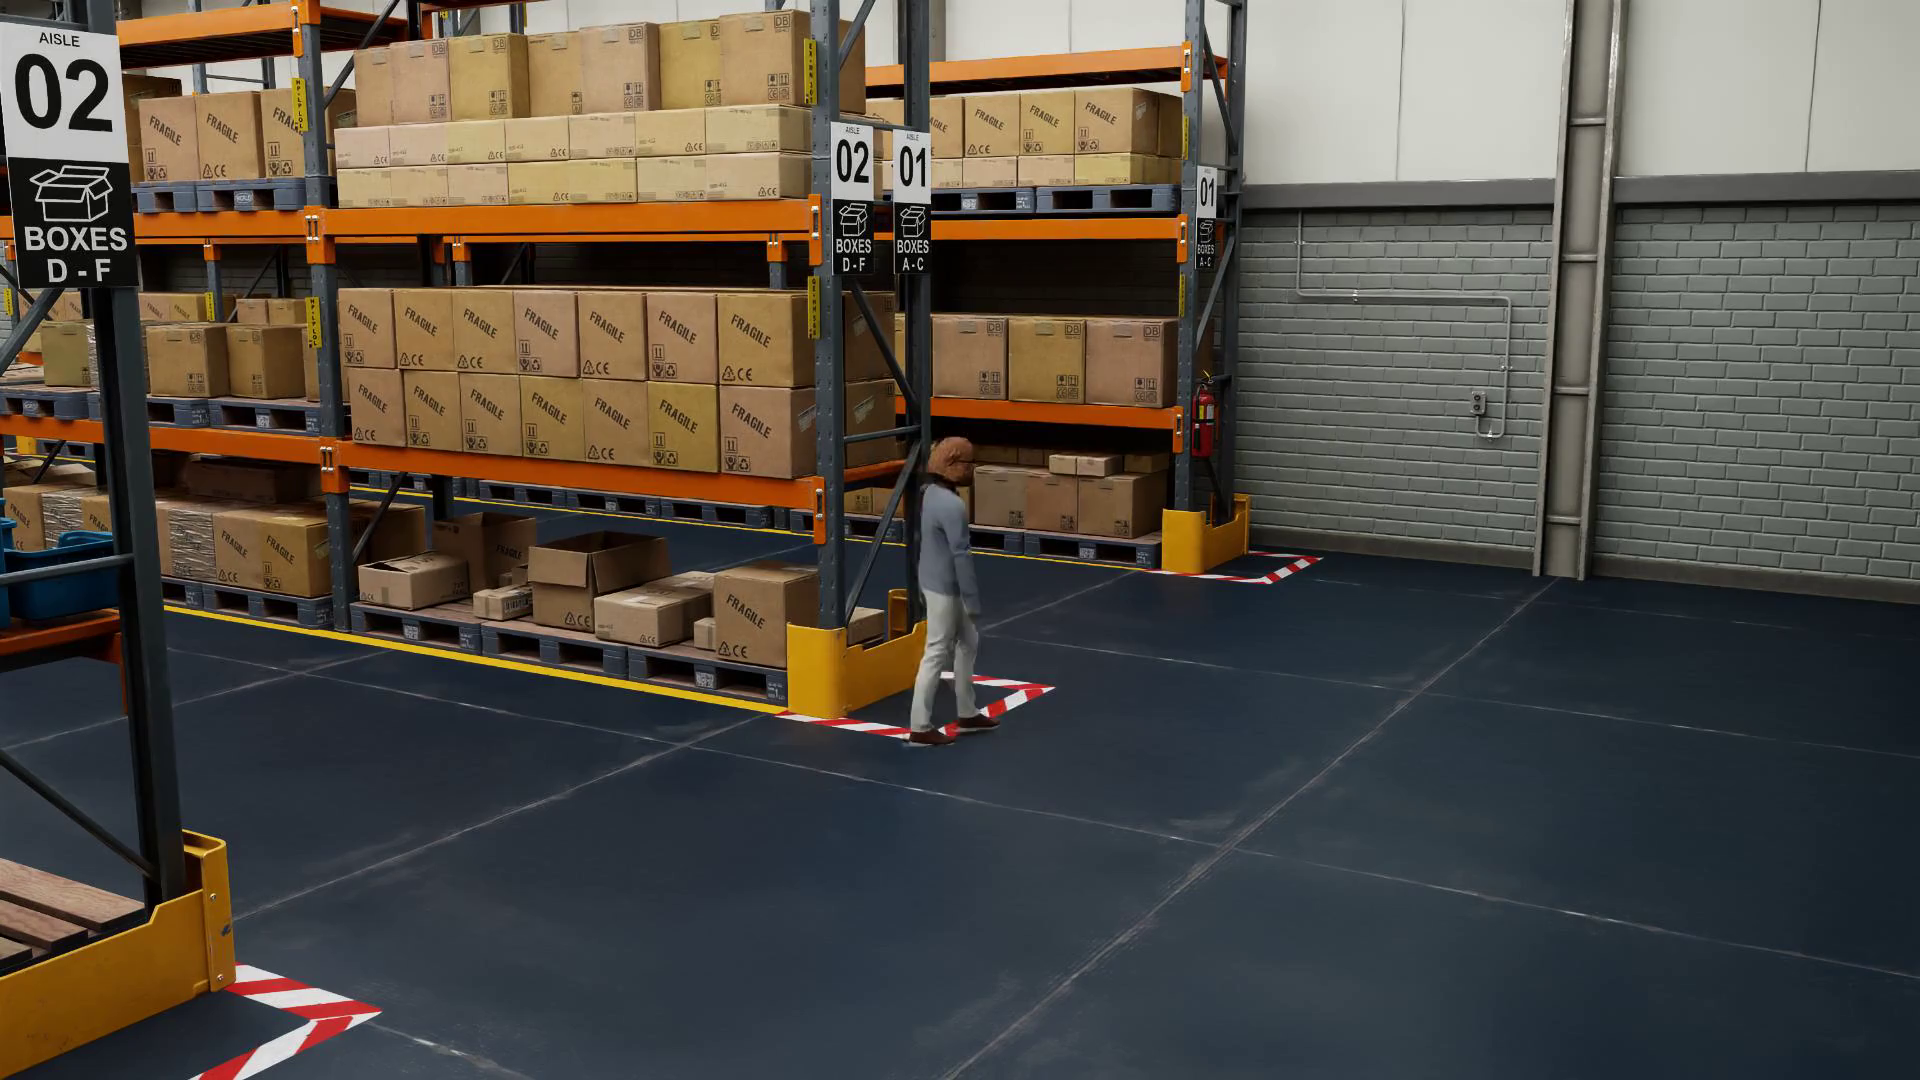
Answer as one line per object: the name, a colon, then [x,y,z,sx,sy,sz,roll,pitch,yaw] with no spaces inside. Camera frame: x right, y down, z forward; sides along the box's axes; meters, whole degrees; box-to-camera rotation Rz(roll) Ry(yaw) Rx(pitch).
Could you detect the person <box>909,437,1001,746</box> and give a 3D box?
person: [0.016,0.268,8.619,0.662,1.607,0.538,-3,10,-15]
